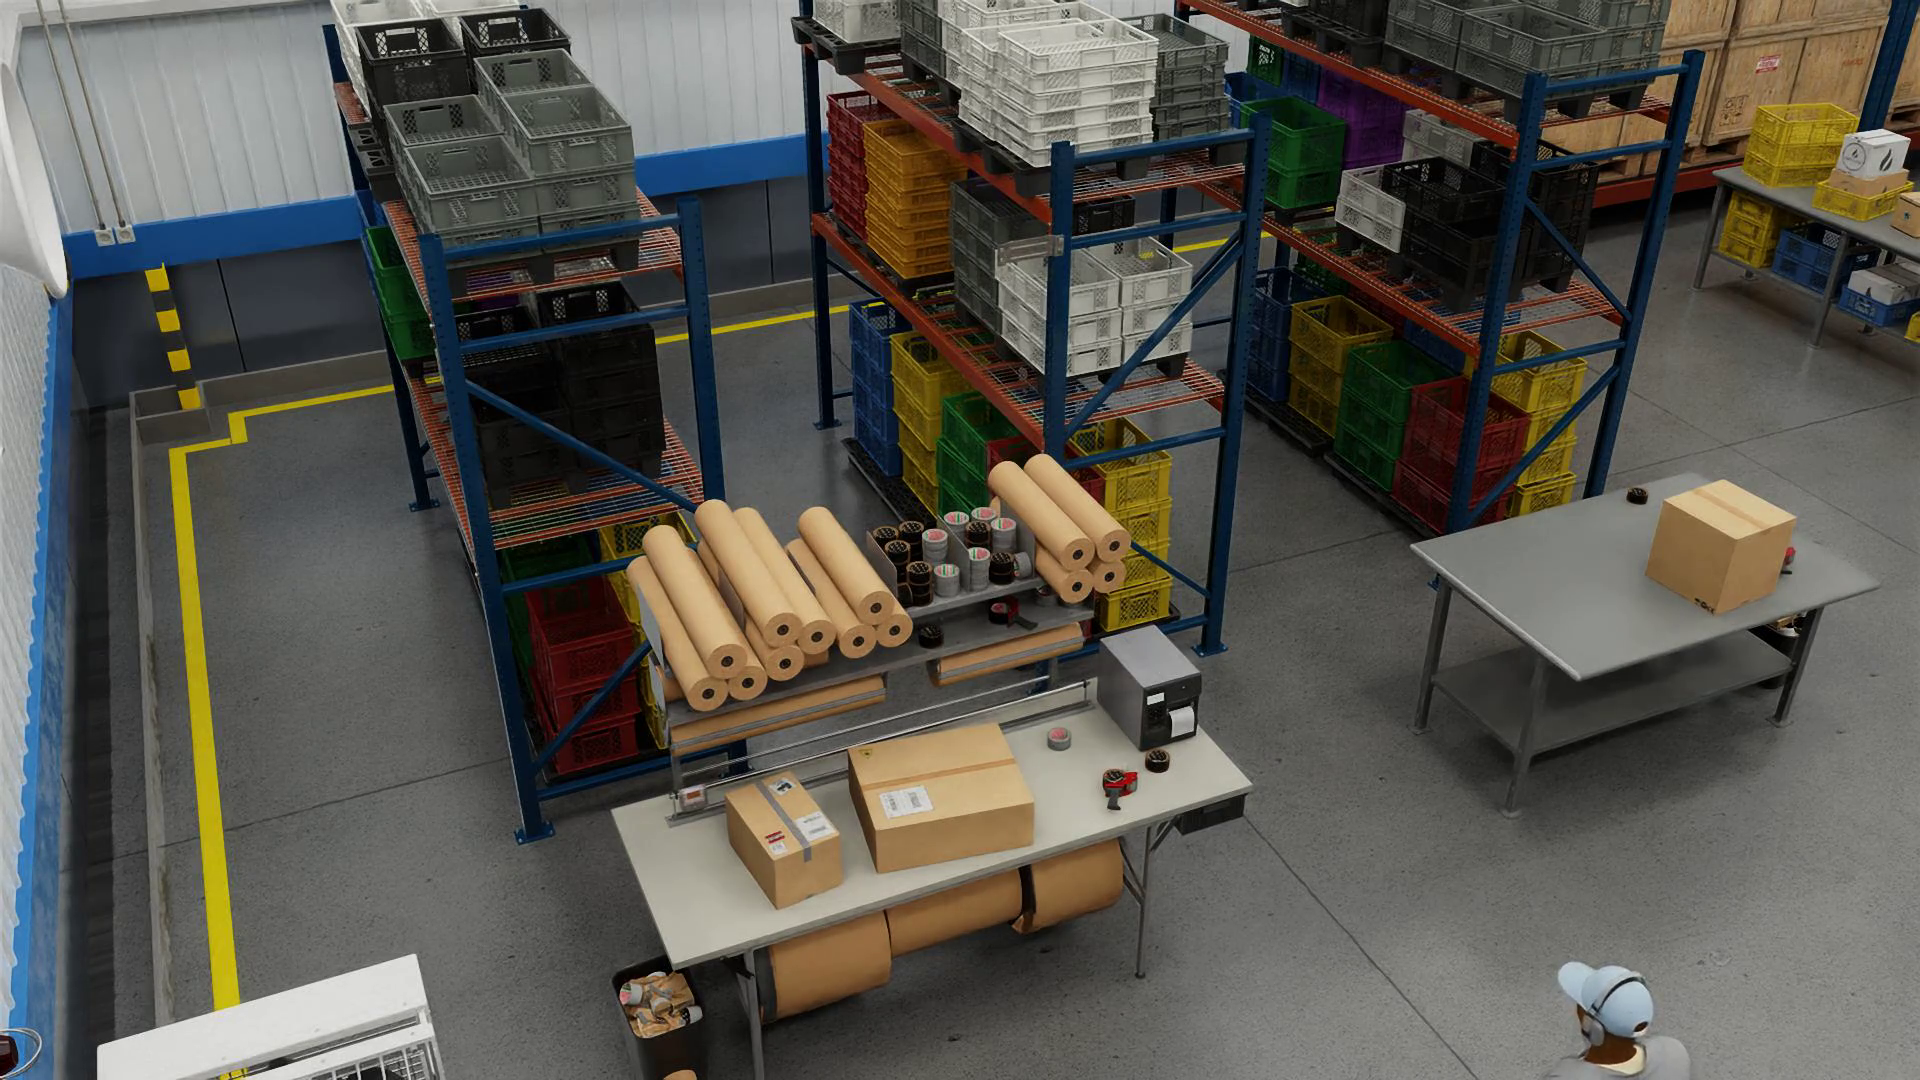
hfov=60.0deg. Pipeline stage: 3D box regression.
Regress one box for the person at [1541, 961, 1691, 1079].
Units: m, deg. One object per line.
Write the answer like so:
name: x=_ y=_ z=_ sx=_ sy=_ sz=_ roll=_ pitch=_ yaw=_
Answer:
person: x=1.880 y=2.013 z=5.190 sx=0.597 sy=1.850 sz=0.386 roll=-14 pitch=34 yaw=-21
